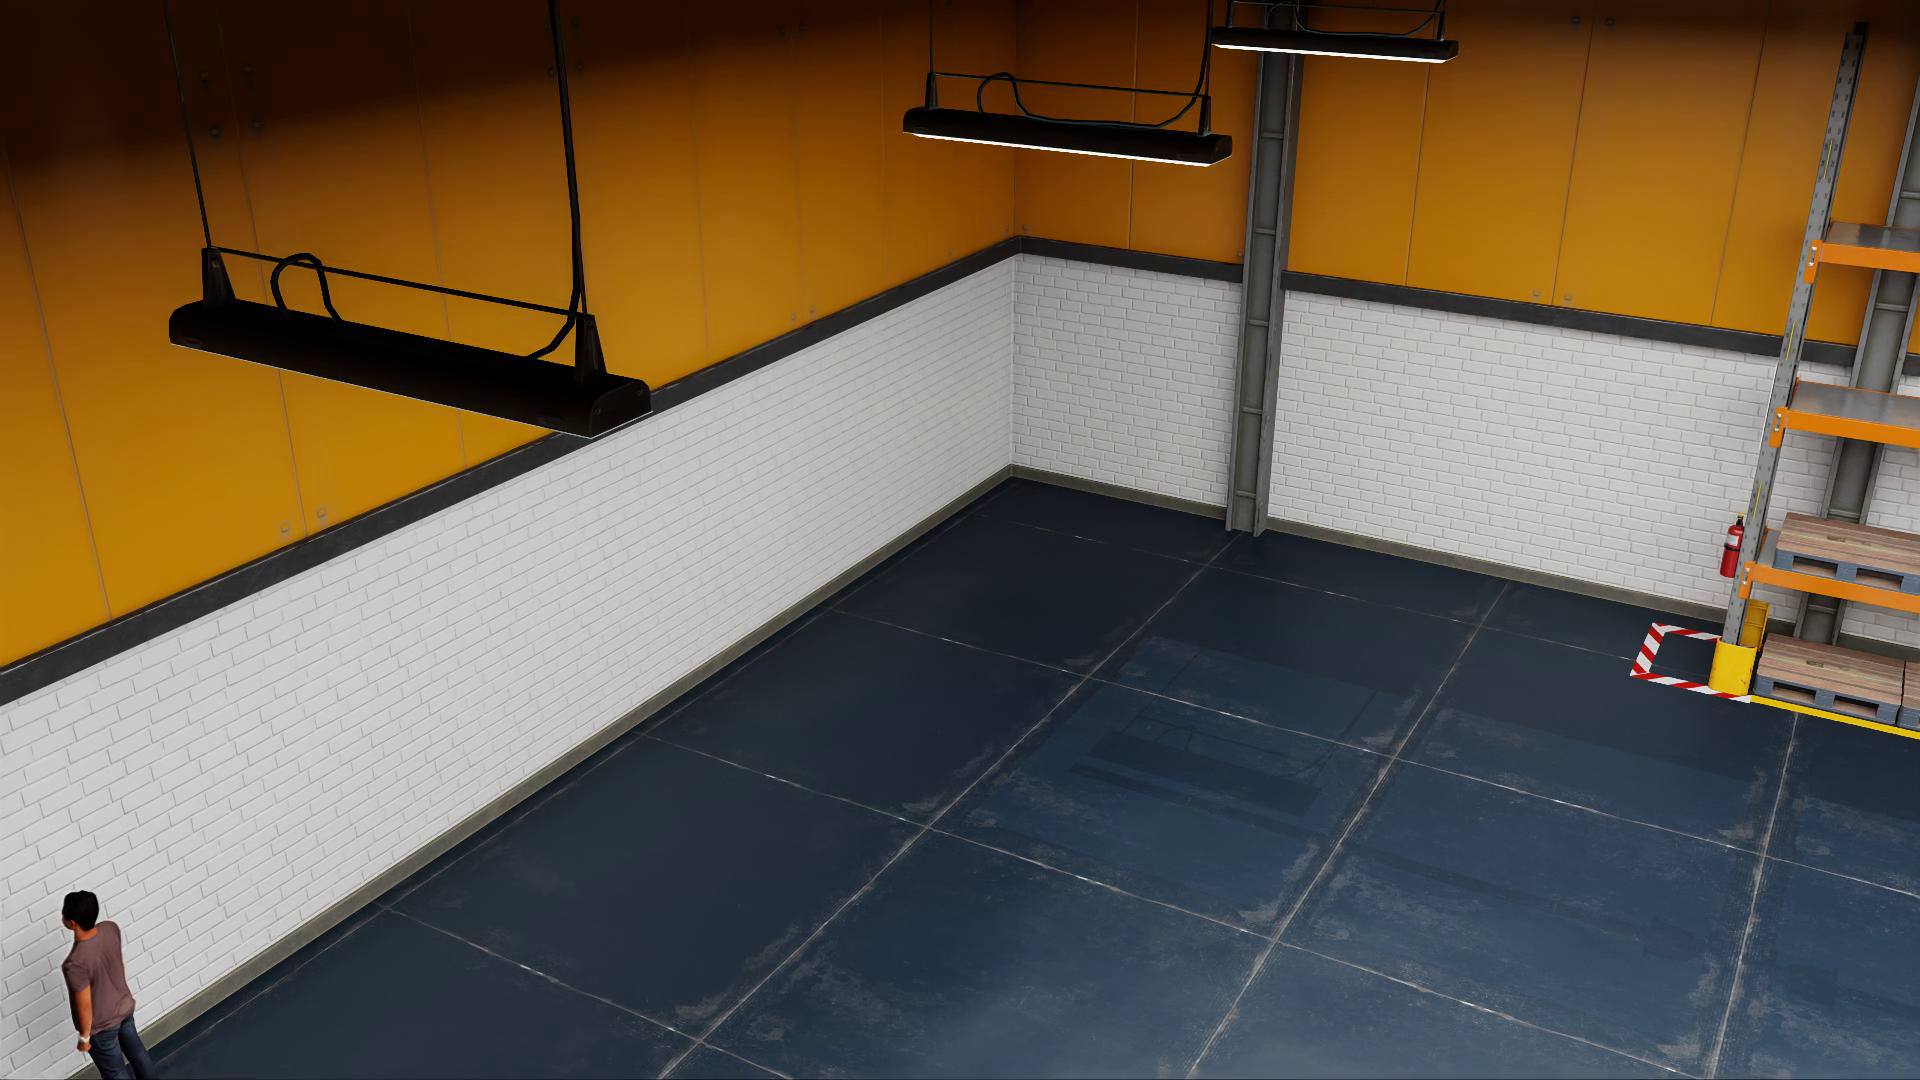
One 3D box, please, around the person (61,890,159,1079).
[{"bbox_3d":[-5.216,2.901,10.197,0.680,1.779,0.707,3,24,7],"label":"person"}]
